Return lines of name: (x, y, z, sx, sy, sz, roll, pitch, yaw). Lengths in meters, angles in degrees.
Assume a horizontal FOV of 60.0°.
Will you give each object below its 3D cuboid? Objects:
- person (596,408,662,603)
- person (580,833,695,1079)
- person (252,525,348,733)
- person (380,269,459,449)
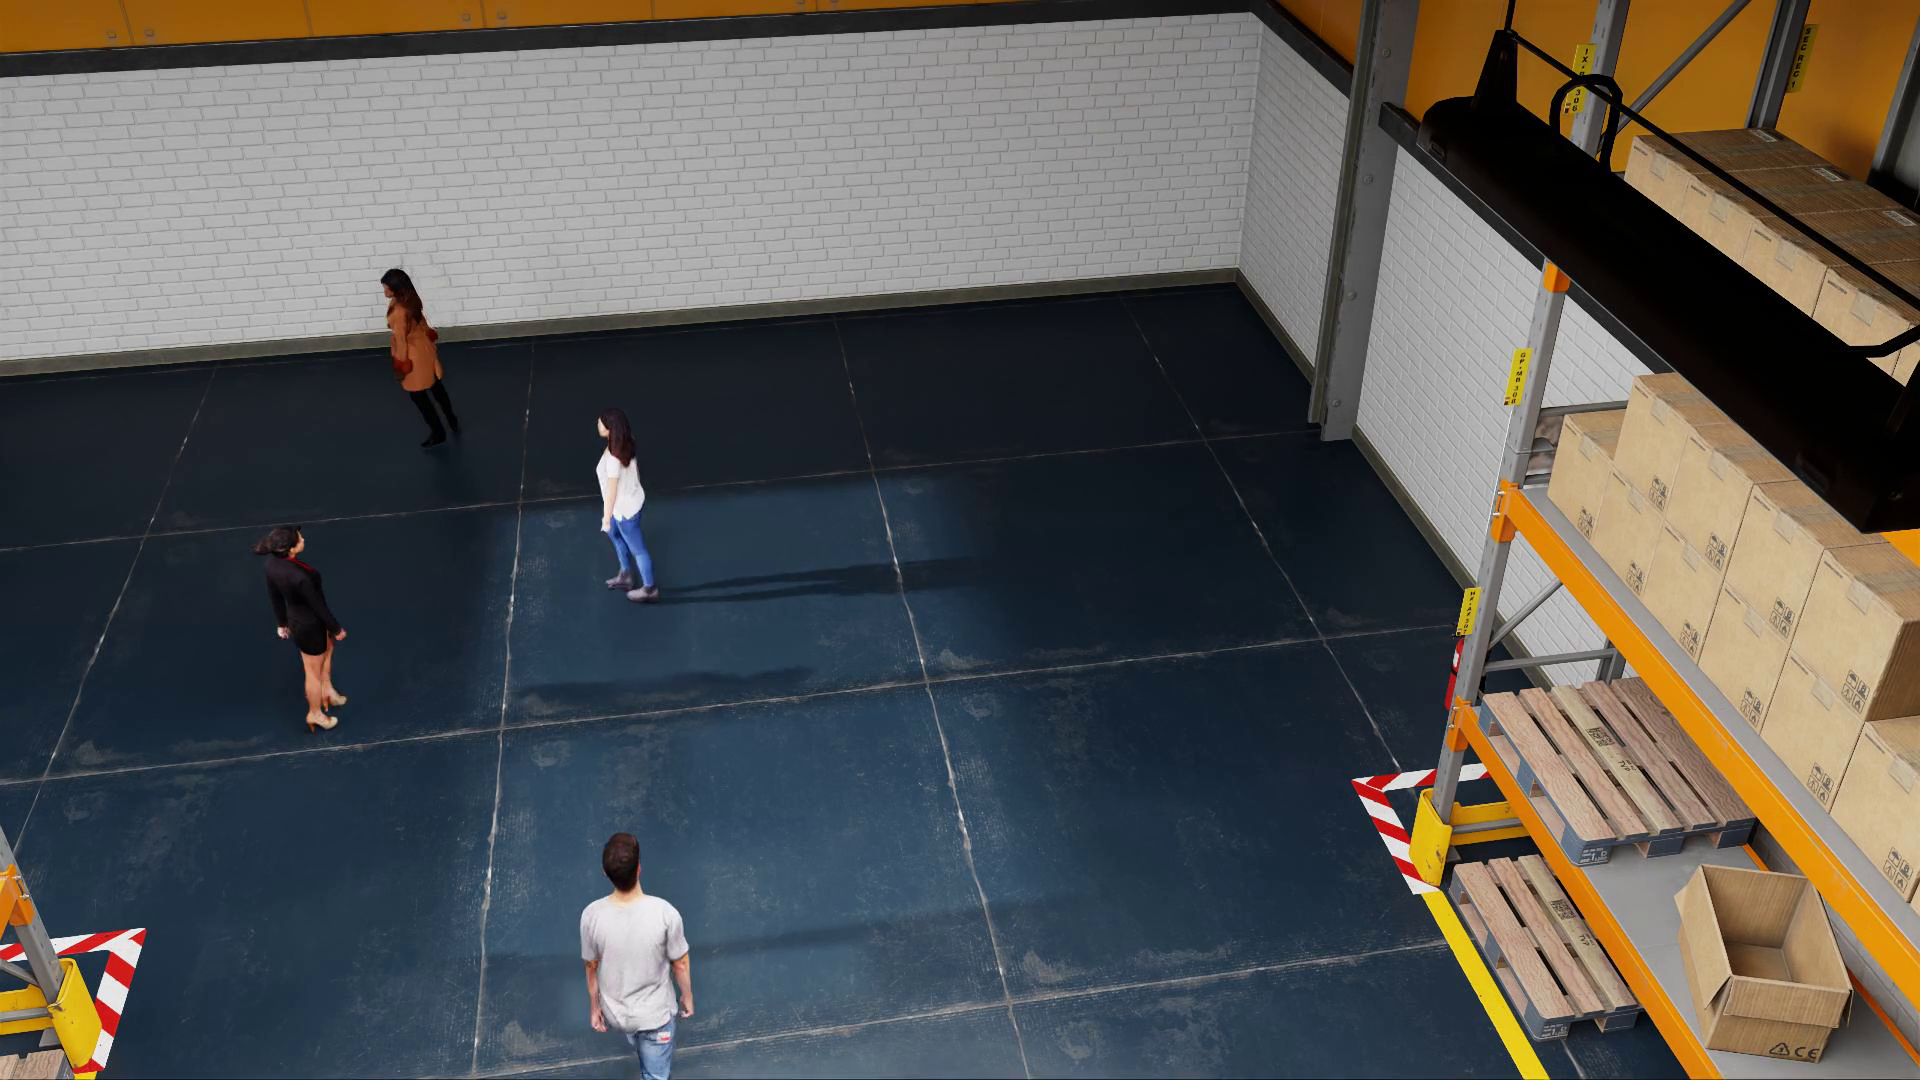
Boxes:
person: (-2.393, -0.222, 12.379, 0.779, 1.672, 0.709, 3, 34, 4)
person: (-1.627, 2.404, 8.311, 0.887, 1.800, 1.403, 3, 34, 4)
person: (-4.424, 0.640, 11.121, 0.697, 1.628, 0.757, 27, 42, 34)
person: (-4.668, -1.612, 14.441, 0.920, 1.703, 0.629, 7, 34, 10)
